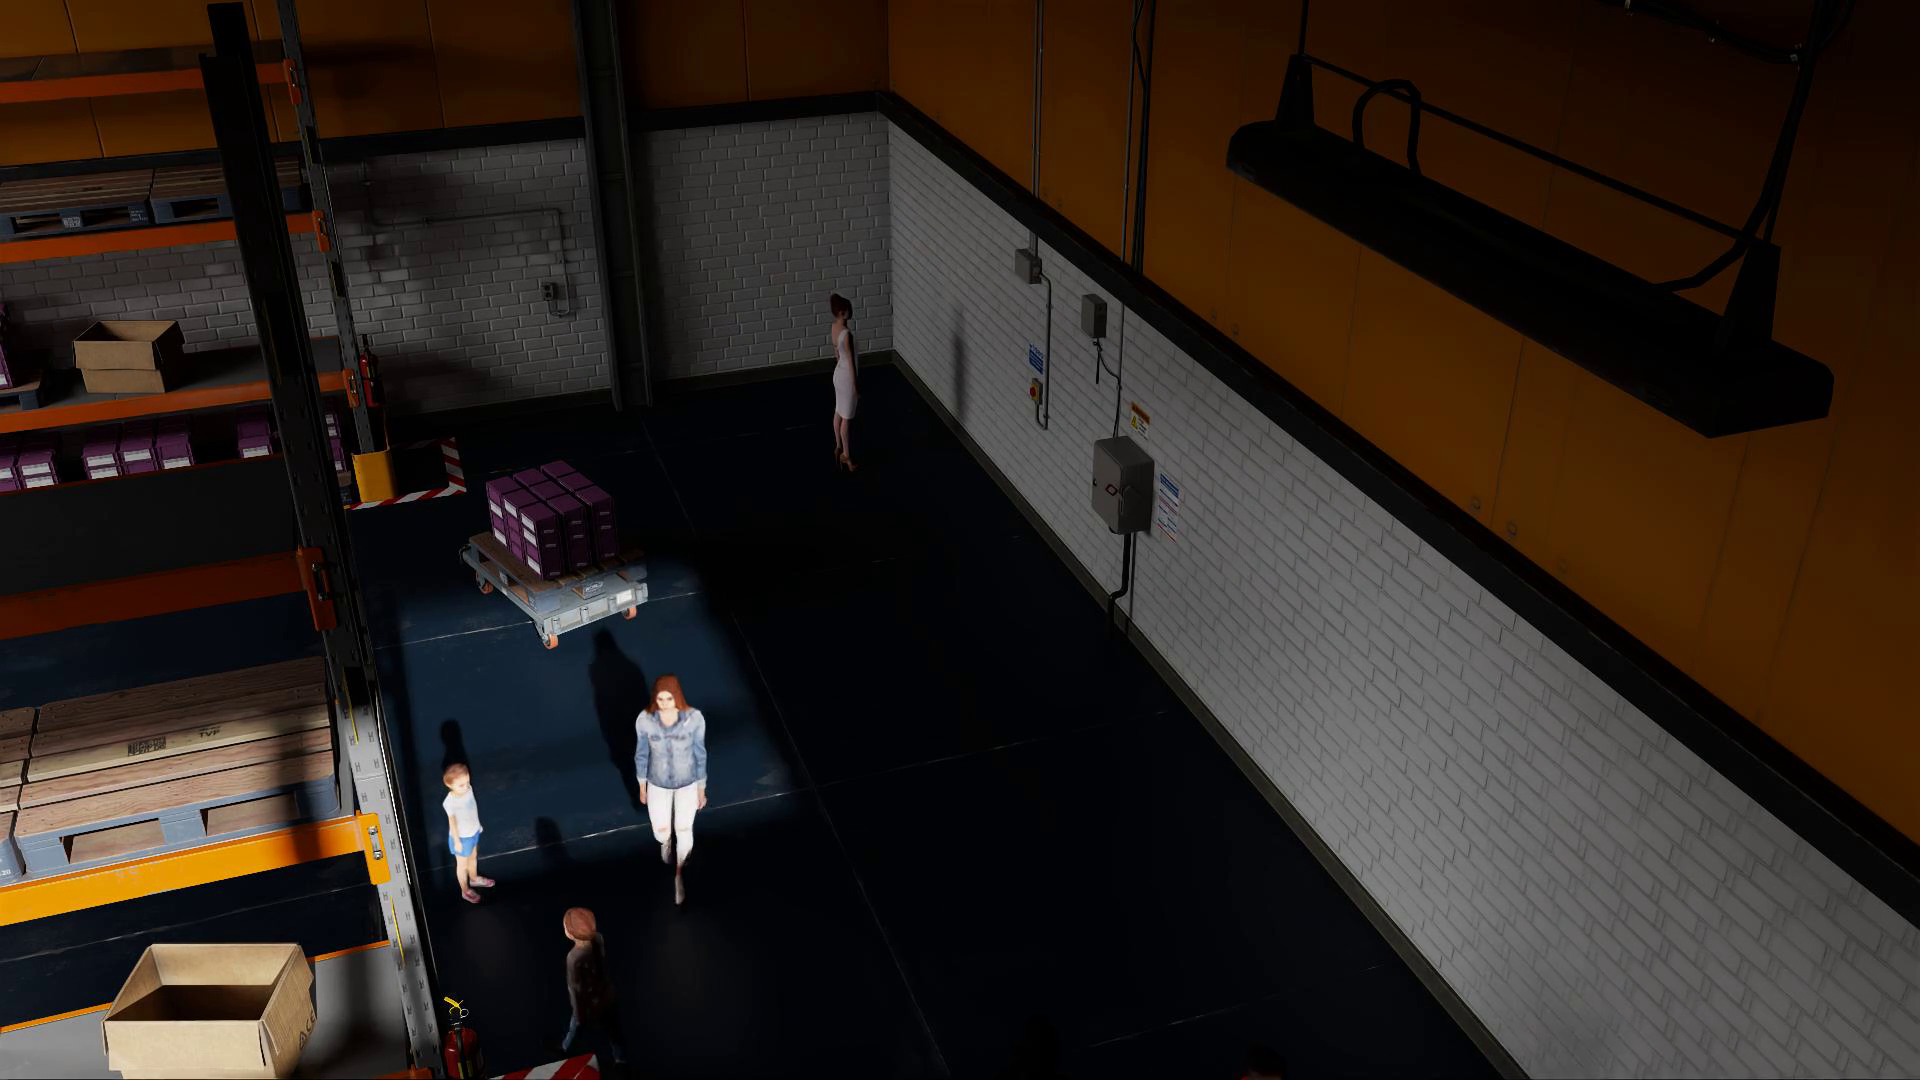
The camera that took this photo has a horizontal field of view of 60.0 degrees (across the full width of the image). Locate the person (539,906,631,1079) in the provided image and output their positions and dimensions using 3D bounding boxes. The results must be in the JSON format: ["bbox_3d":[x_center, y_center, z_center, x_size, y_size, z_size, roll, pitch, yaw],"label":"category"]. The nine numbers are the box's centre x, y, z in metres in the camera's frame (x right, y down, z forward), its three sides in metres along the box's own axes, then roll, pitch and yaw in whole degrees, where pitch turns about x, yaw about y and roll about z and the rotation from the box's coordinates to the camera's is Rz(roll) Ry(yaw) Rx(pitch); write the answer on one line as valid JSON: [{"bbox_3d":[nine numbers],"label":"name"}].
[{"bbox_3d":[-2.000,2.551,9.237,0.849,1.168,0.802,14,32,24],"label":"person"}]

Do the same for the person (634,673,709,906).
[{"bbox_3d":[-1.818,1.506,10.614,0.820,1.685,0.798,-1,29,-1],"label":"person"}]

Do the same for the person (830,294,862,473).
[{"bbox_3d":[-1.118,-1.521,16.048,0.475,1.795,0.572,-11,31,-20],"label":"person"}]

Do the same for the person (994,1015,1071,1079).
[{"bbox_3d":[0.327,3.000,7.943,0.998,1.620,0.967,7,29,13],"label":"person"}]

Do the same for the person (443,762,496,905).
[{"bbox_3d":[-3.186,1.854,10.671,0.536,1.019,0.489,8,30,14],"label":"person"}]
